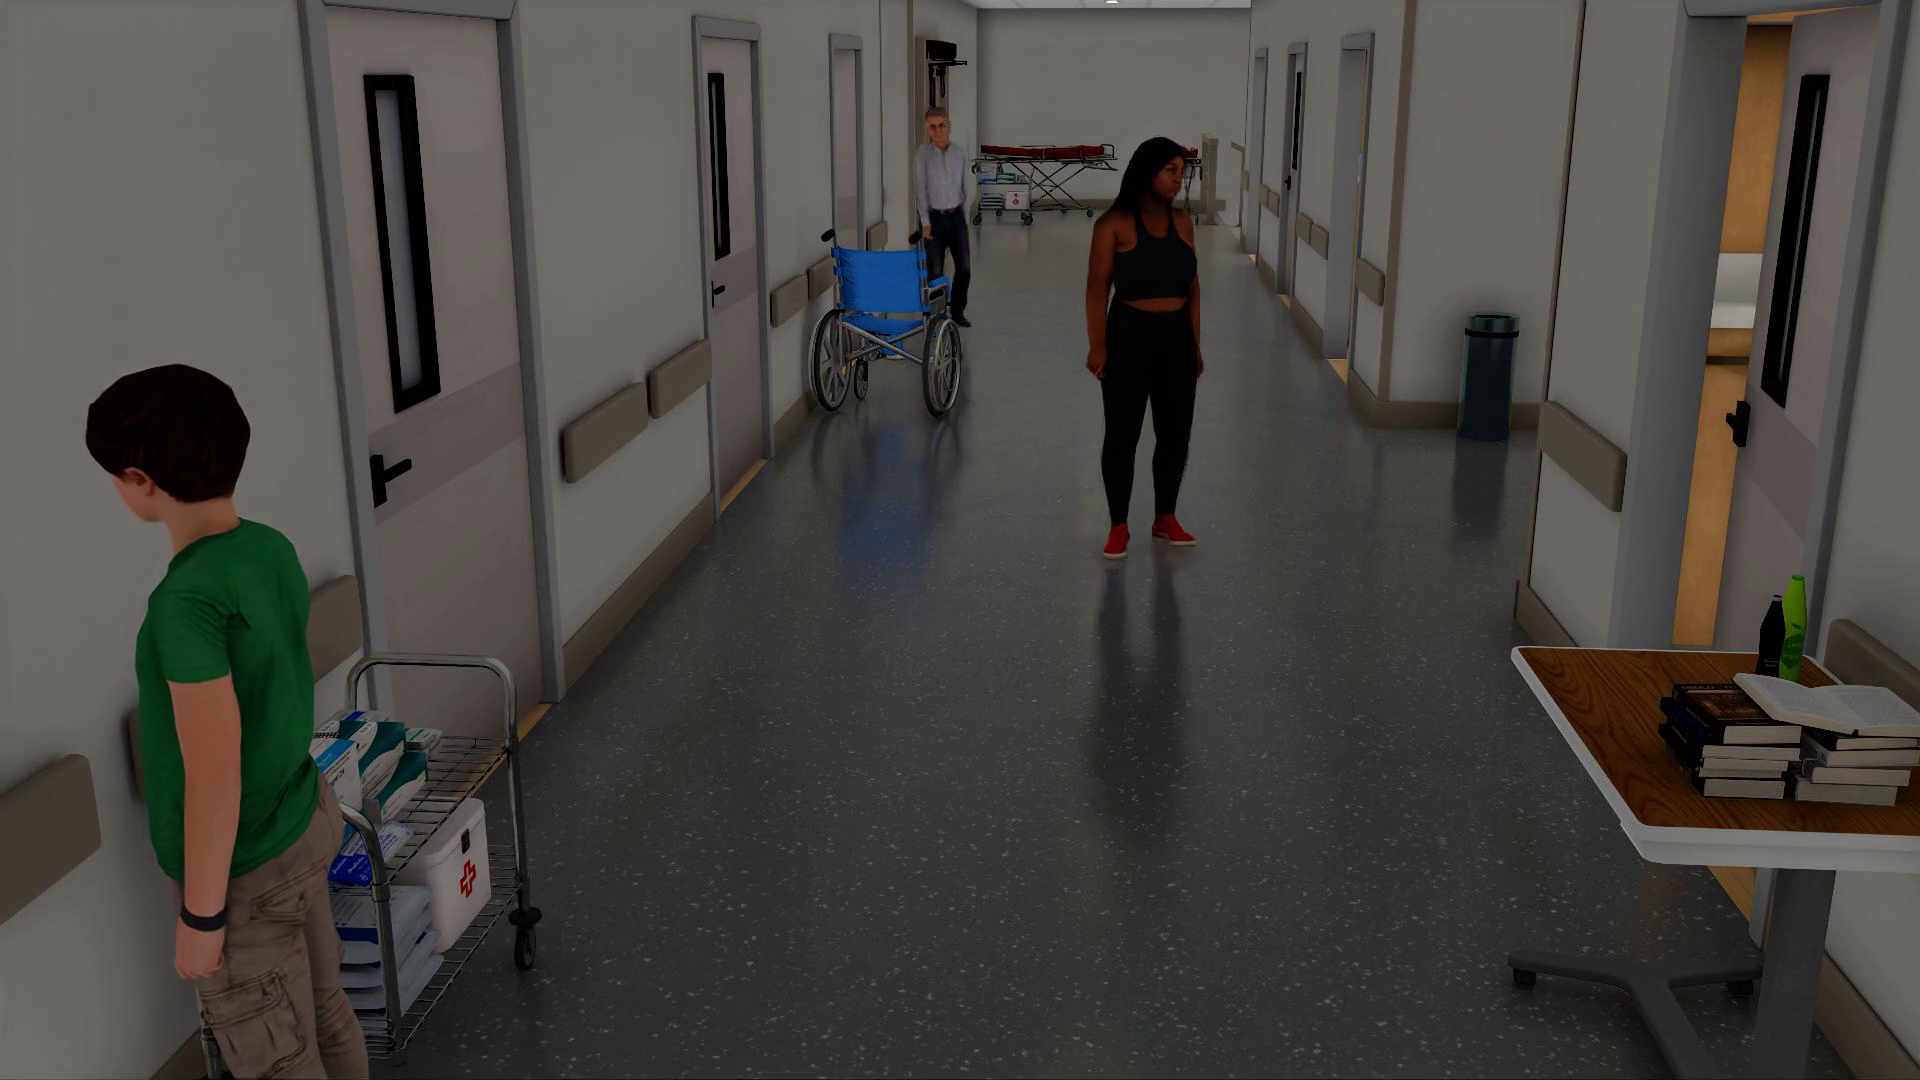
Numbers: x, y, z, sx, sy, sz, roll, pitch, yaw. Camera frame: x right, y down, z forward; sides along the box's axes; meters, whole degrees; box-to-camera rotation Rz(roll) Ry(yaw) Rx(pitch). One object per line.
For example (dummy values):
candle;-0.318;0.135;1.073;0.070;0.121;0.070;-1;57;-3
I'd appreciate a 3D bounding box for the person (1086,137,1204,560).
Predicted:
person;0.825;-0.841;7.265;0.783;1.814;0.755;-3;16;-11

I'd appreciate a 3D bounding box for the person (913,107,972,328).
person;-0.188;-2.591;13.521;0.787;1.786;0.830;-6;17;-20

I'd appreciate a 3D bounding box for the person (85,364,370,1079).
person;-1.150;0.517;2.747;0.685;1.652;0.527;-1;16;-5
